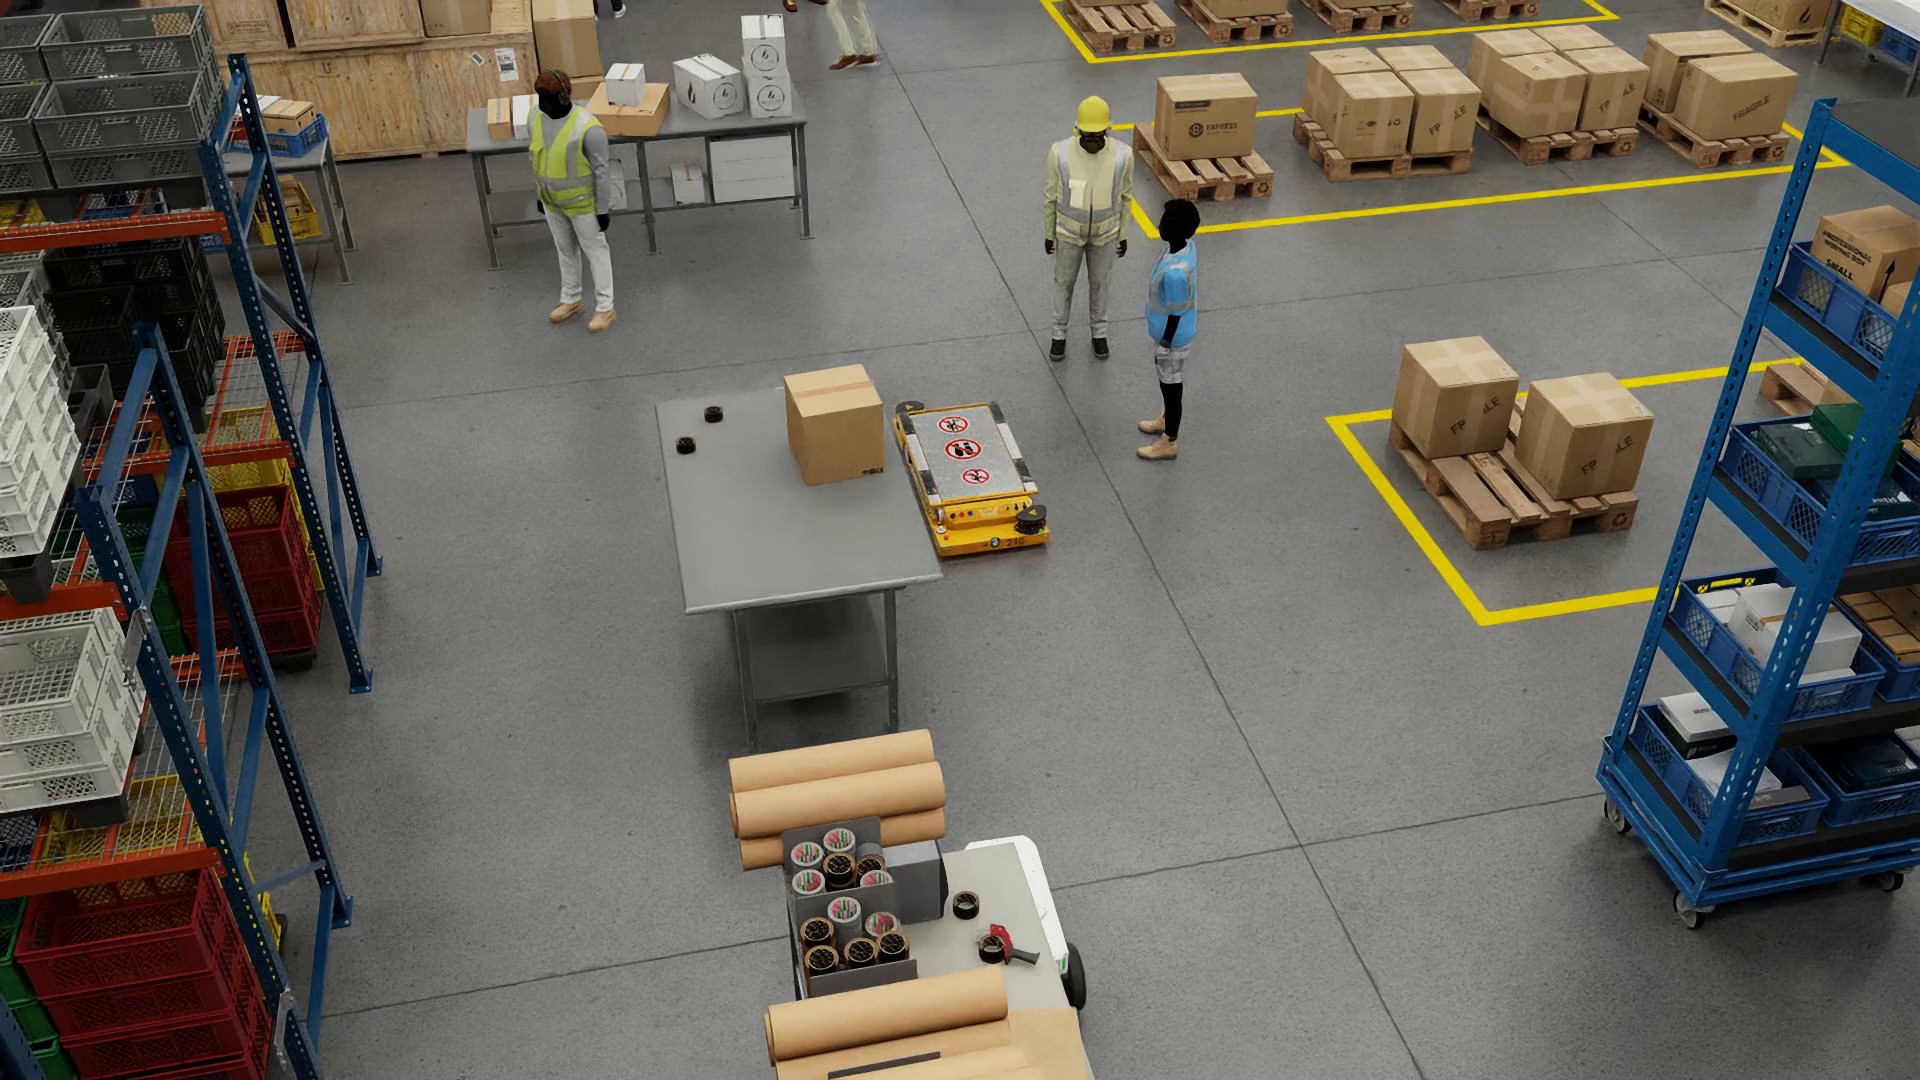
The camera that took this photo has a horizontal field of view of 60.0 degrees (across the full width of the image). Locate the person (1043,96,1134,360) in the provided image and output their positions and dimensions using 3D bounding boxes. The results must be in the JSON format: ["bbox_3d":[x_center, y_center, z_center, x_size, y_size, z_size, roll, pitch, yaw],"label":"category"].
[{"bbox_3d":[0.837,-2.046,10.980,0.588,1.833,0.404,-1,37,-1],"label":"person"}]

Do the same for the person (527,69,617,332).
[{"bbox_3d":[-2.646,-2.304,11.321,0.624,1.845,0.430,18,40,23],"label":"person"}]

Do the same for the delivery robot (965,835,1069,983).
[{"bbox_3d":[0.225,1.590,7.082,0.477,0.478,0.707,-7,37,-9],"label":"delivery robot"}]

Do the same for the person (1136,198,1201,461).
[{"bbox_3d":[1.267,-1.274,10.054,0.318,1.700,0.535,5,37,7],"label":"person"}]

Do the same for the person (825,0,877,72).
[{"bbox_3d":[-1.062,-5.233,15.263,0.603,1.830,0.532,-4,37,-6],"label":"person"}]

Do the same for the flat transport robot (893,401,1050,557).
[{"bbox_3d":[0.046,-0.430,10.108,0.652,0.197,1.431,-8,37,-10],"label":"flat transport robot"}]

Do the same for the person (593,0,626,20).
[{"bbox_3d":[-3.636,-6.097,16.358,0.590,1.916,0.399,-7,37,-9],"label":"person"}]

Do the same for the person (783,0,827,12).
[{"bbox_3d":[-1.608,-6.295,16.636,0.637,1.903,0.406,-24,43,-29],"label":"person"}]
